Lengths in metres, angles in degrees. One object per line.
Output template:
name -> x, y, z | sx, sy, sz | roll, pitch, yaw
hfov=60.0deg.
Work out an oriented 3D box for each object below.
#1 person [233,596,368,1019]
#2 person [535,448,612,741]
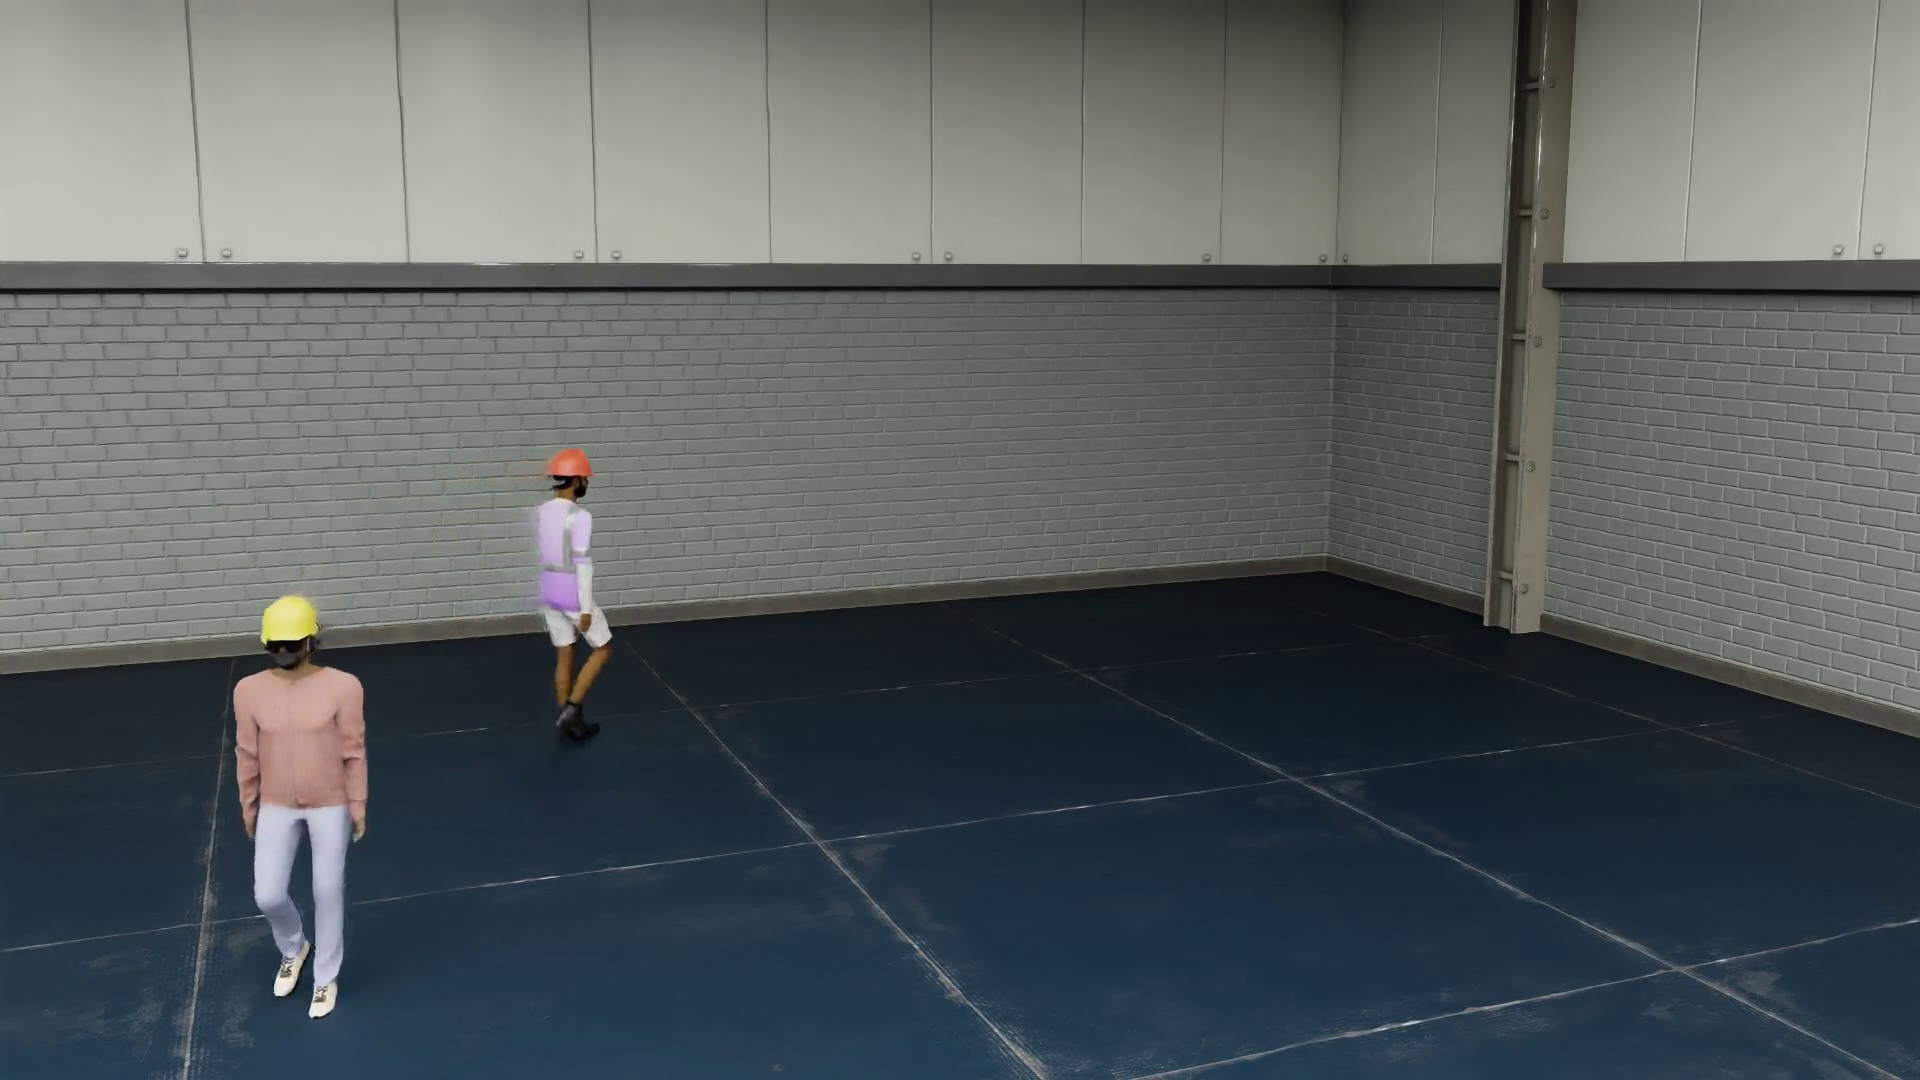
person -> -2.681, 1.089, 6.794 | 0.525, 1.755, 0.358 | -2, 9, -10
person -> -2.508, 0.364, 10.791 | 0.552, 1.921, 0.393 | 7, 12, 38
